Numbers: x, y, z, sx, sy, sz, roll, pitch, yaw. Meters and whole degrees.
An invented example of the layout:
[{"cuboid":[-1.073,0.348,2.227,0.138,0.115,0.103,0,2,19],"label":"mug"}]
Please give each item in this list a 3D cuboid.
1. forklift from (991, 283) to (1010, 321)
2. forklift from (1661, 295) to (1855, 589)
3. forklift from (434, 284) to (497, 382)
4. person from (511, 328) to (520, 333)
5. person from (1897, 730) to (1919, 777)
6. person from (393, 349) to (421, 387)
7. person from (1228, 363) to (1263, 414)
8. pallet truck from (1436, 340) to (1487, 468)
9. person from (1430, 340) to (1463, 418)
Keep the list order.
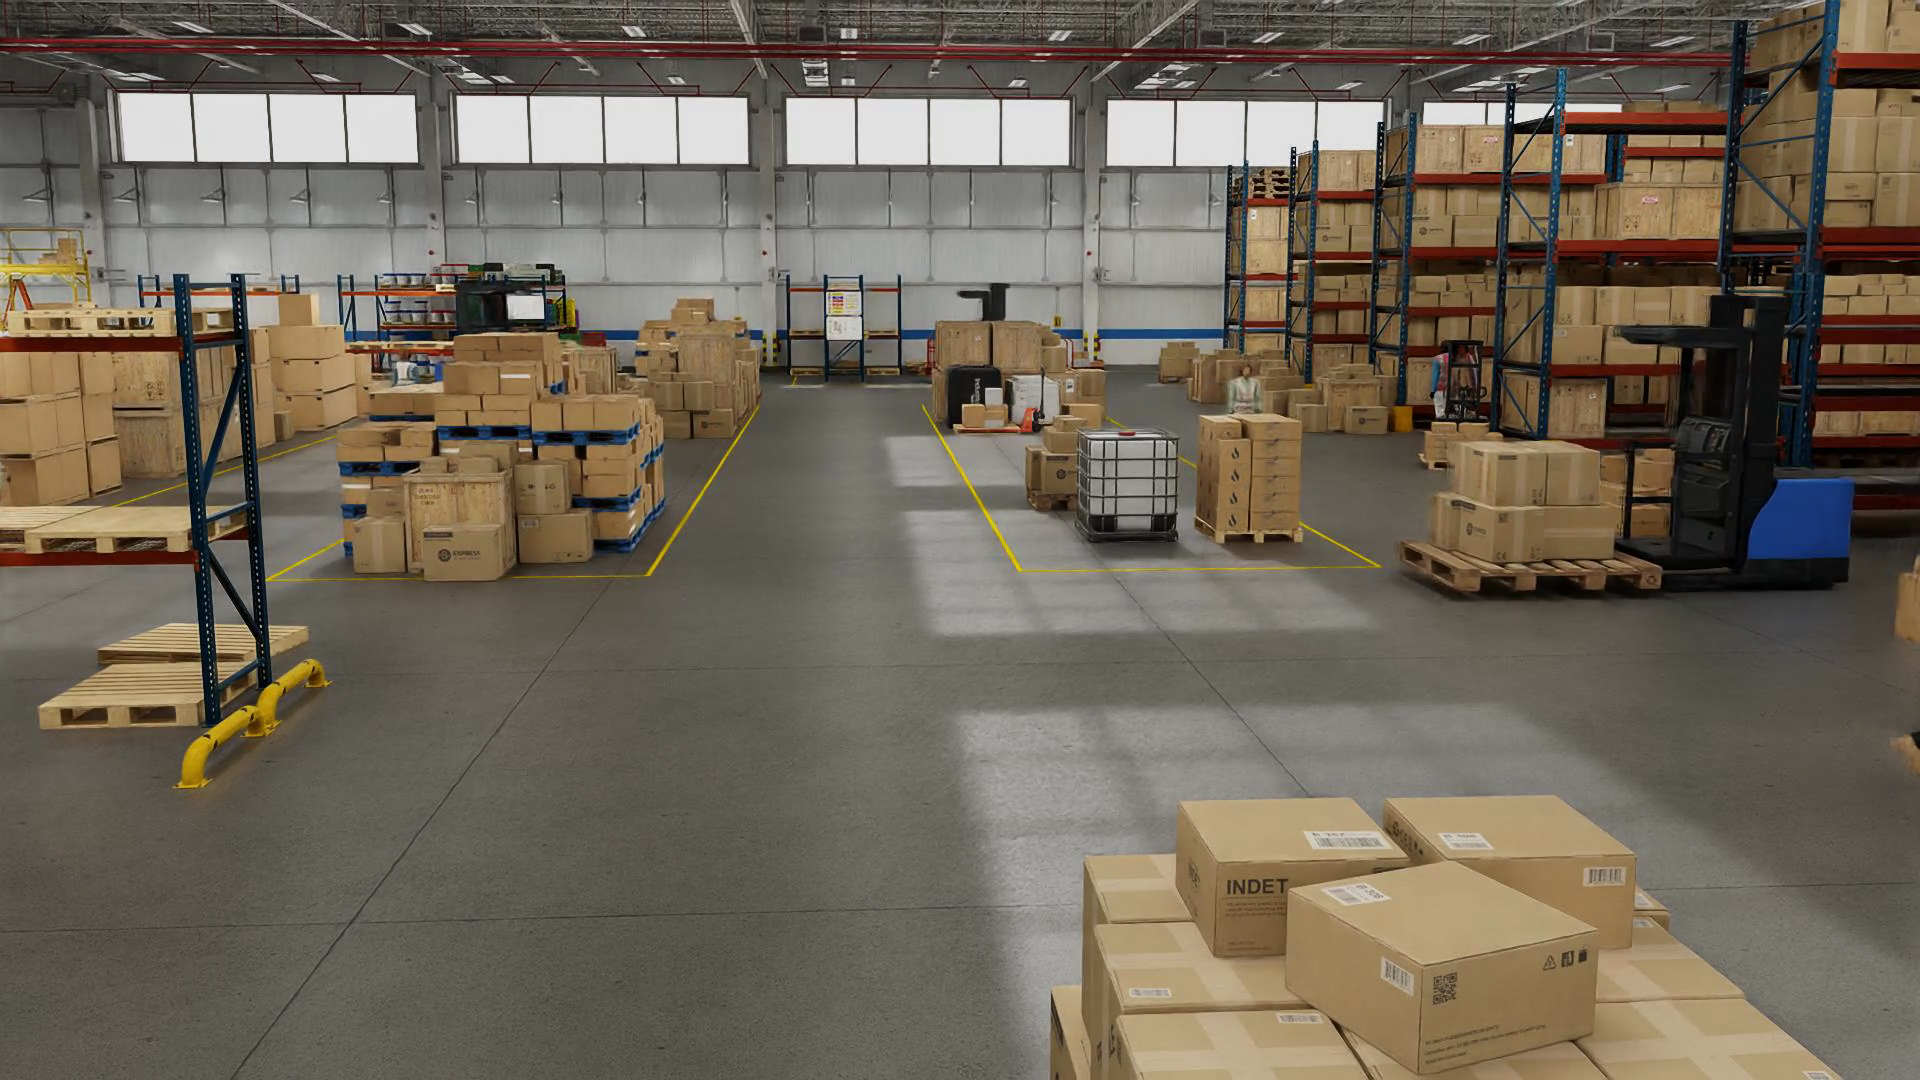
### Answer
[{"cuboid":[0.989,-5.122,42.194,1.873,2.768,1.129,-1,9,-4],"label":"forklift"},{"cuboid":[7.621,-0.989,16.238,1.873,2.768,1.129,-1,9,-4],"label":"forklift"},{"cuboid":[-10.581,-4.210,36.468,1.873,2.768,1.129,6,11,34],"label":"forklift"},{"cuboid":[-9.436,-3.607,35.778,0.976,1.904,0.639,7,12,39],"label":"person"},{"cuboid":[5.926,0.483,9.623,0.575,2.000,0.688,7,11,38],"label":"person"},{"cuboid":[-10.539,-2.854,31.890,0.550,1.609,0.718,3,10,18],"label":"person"},{"cuboid":[4.606,-2.021,26.691,0.535,1.615,0.667,-3,9,-16],"label":"person"},{"cuboid":[8.004,-2.170,26.422,0.823,1.965,1.885,2,9,14],"label":"pallet truck"},{"cuboid":[8.938,-2.768,30.664,0.635,1.840,0.429,-3,10,-19],"label":"person"}]
